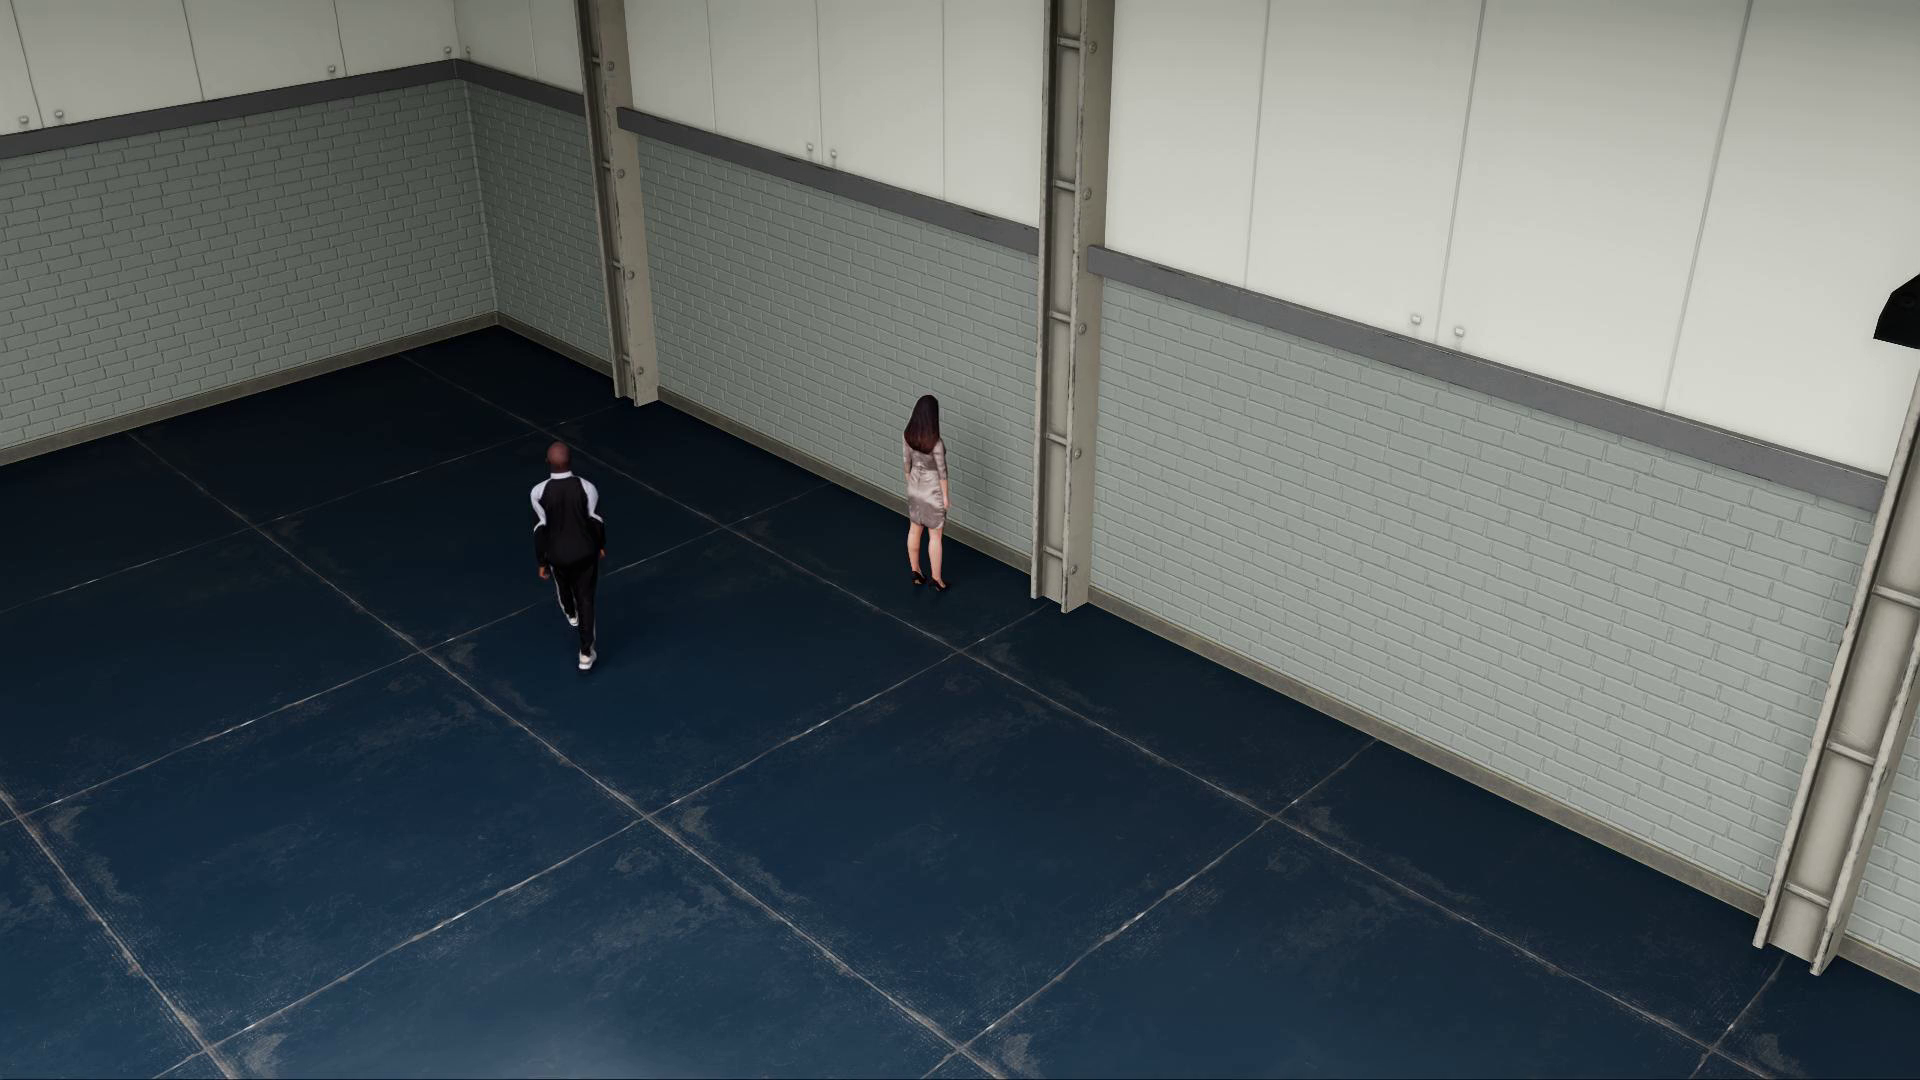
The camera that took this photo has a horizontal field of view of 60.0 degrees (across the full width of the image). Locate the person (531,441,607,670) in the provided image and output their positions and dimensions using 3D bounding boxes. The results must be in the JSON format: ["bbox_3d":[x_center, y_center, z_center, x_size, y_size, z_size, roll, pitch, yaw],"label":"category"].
[{"bbox_3d":[-2.935,0.144,12.582,1.124,1.787,1.254,-4,28,-8],"label":"person"}]

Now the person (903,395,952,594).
[{"bbox_3d":[-0.272,-0.373,13.597,0.480,1.747,0.670,20,34,33],"label":"person"}]
